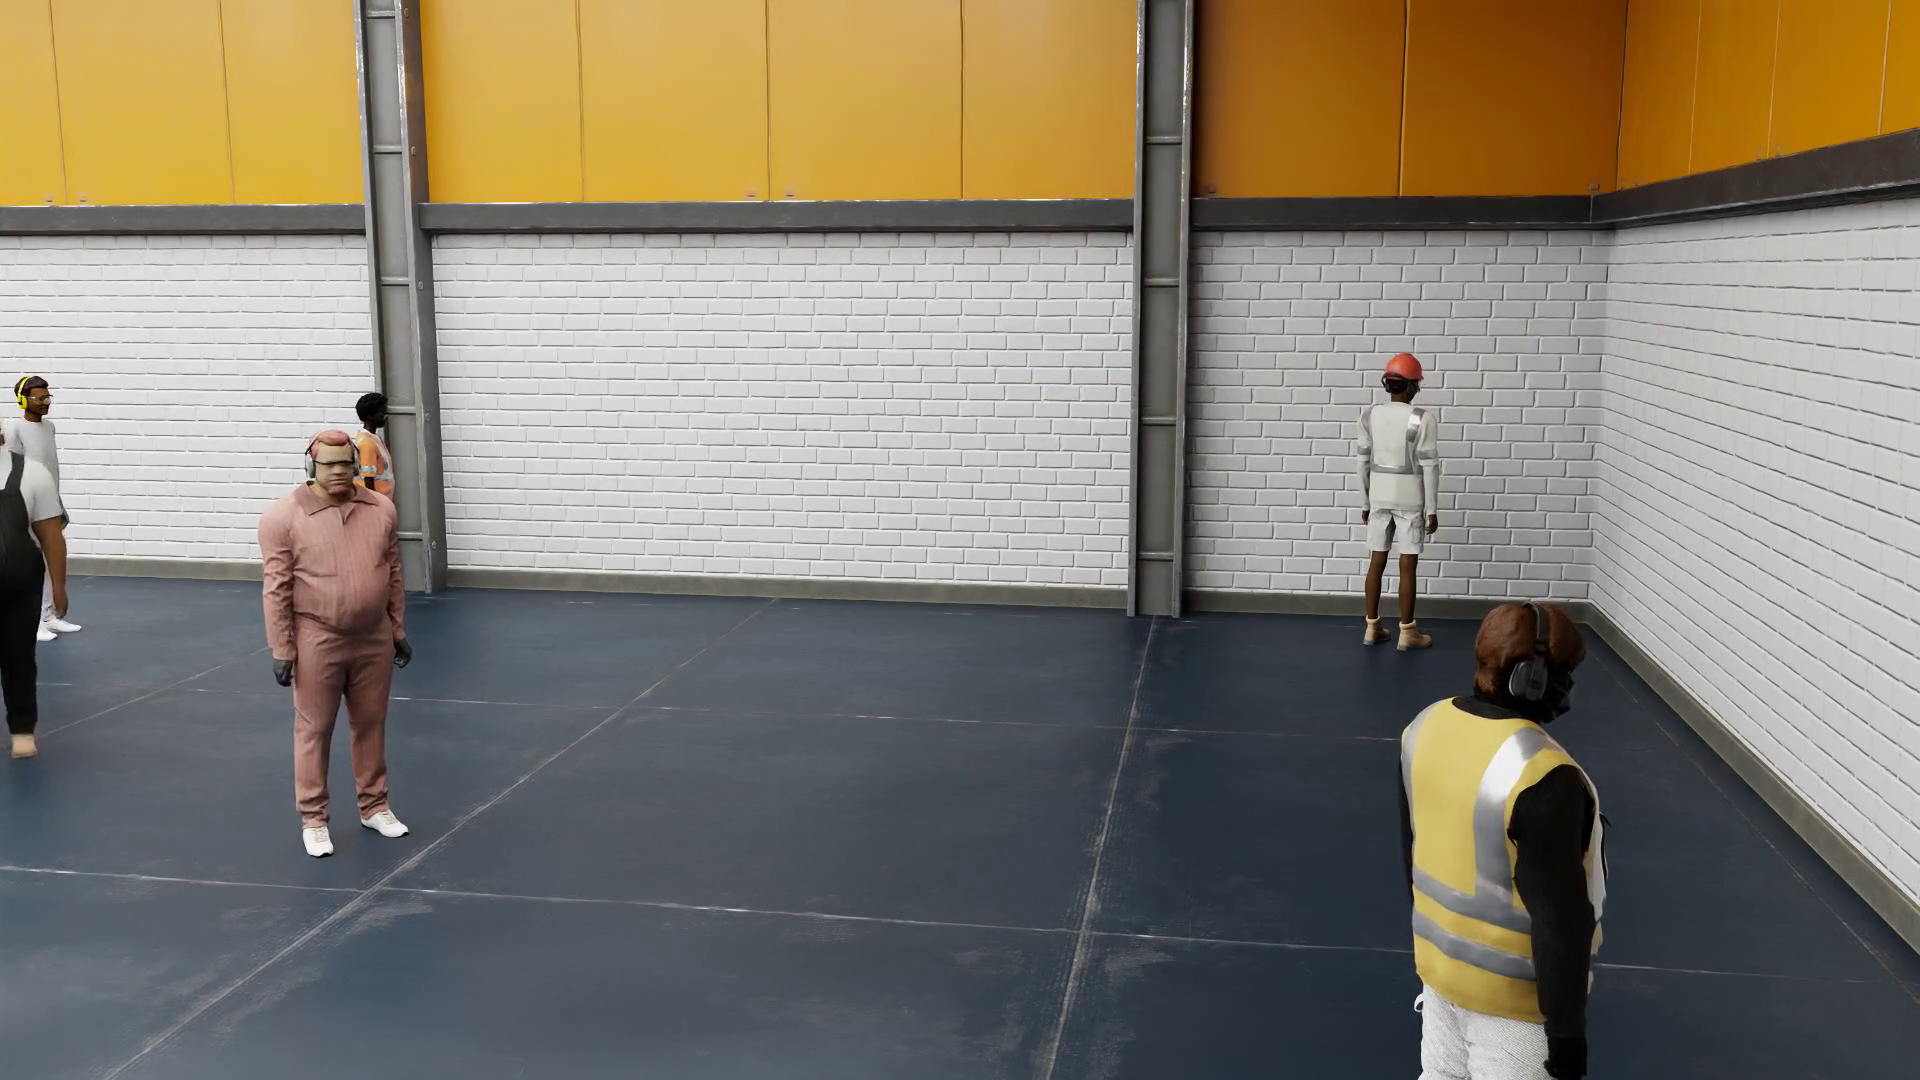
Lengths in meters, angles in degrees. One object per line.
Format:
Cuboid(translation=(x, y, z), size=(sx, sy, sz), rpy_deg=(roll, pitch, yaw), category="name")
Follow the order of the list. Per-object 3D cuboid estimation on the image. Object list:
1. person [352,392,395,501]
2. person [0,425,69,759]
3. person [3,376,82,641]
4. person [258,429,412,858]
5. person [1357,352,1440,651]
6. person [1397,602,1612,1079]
Cuboid(translation=(-4.446, -0.273, 12.612), size=(0.318, 1.691, 0.534), rpy_deg=(-3, 10, -17), category="person")
Cuboid(translation=(-4.990, 0.209, 8.562), size=(0.712, 2.000, 0.995), rpy_deg=(-5, 11, -29), category="person")
Cuboid(translation=(-6.527, -0.230, 11.800), size=(0.309, 1.868, 0.535), rpy_deg=(1, 9, 4), category="person")
Cuboid(translation=(-2.777, 0.450, 7.491), size=(0.406, 1.904, 0.654), rpy_deg=(9, 13, 43), category="person")
Cuboid(translation=(3.021, -0.263, 11.458), size=(0.608, 2.046, 0.367), rpy_deg=(9, 13, 43), category="person")
Cuboid(translation=(1.302, 1.055, 3.978), size=(0.430, 1.838, 0.619), rpy_deg=(-3, 10, -16), category="person")
